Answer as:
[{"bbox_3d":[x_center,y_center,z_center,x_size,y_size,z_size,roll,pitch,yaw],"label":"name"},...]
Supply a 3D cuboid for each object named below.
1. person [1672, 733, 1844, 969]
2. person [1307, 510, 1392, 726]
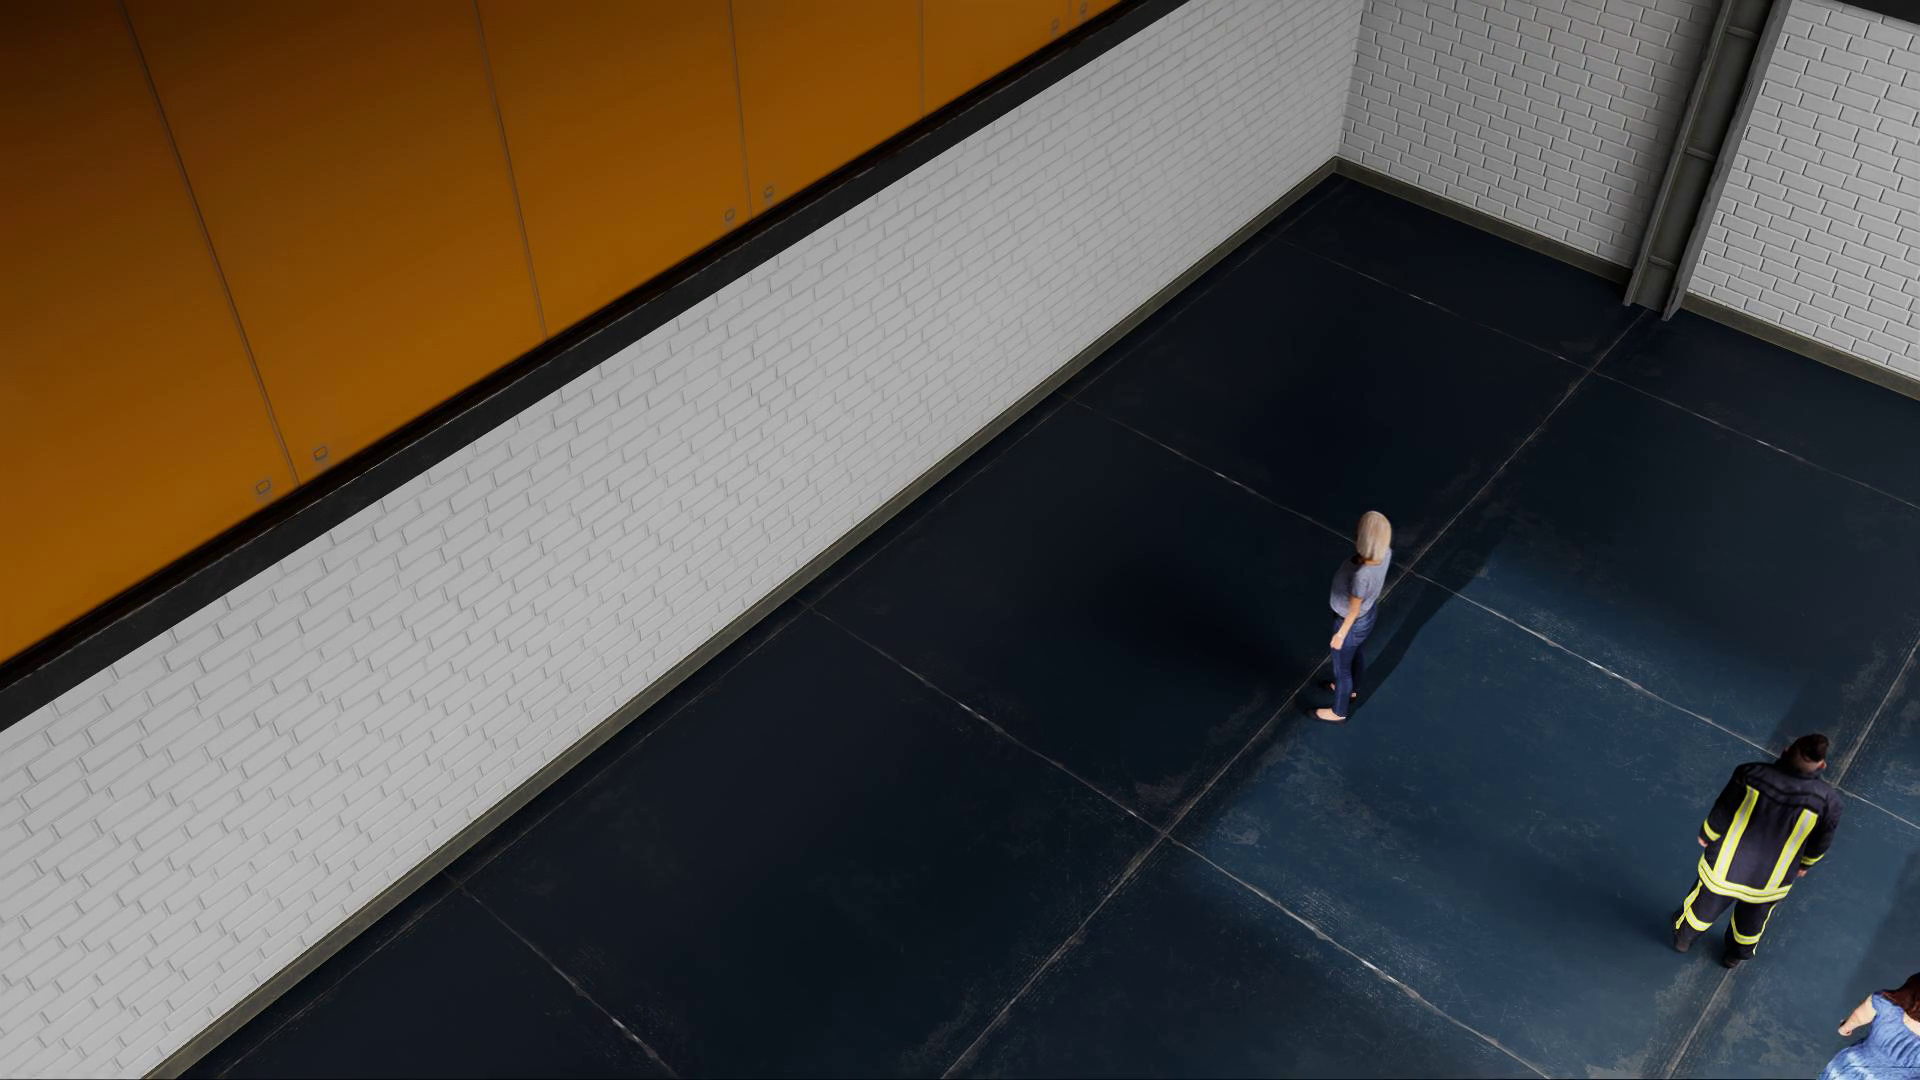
[{"bbox_3d":[4.283,1.643,8.942,0.720,1.862,0.884,19,47,19],"label":"person"},{"bbox_3d":[2.439,0.481,10.264,0.551,1.721,0.617,23,48,22],"label":"person"}]
